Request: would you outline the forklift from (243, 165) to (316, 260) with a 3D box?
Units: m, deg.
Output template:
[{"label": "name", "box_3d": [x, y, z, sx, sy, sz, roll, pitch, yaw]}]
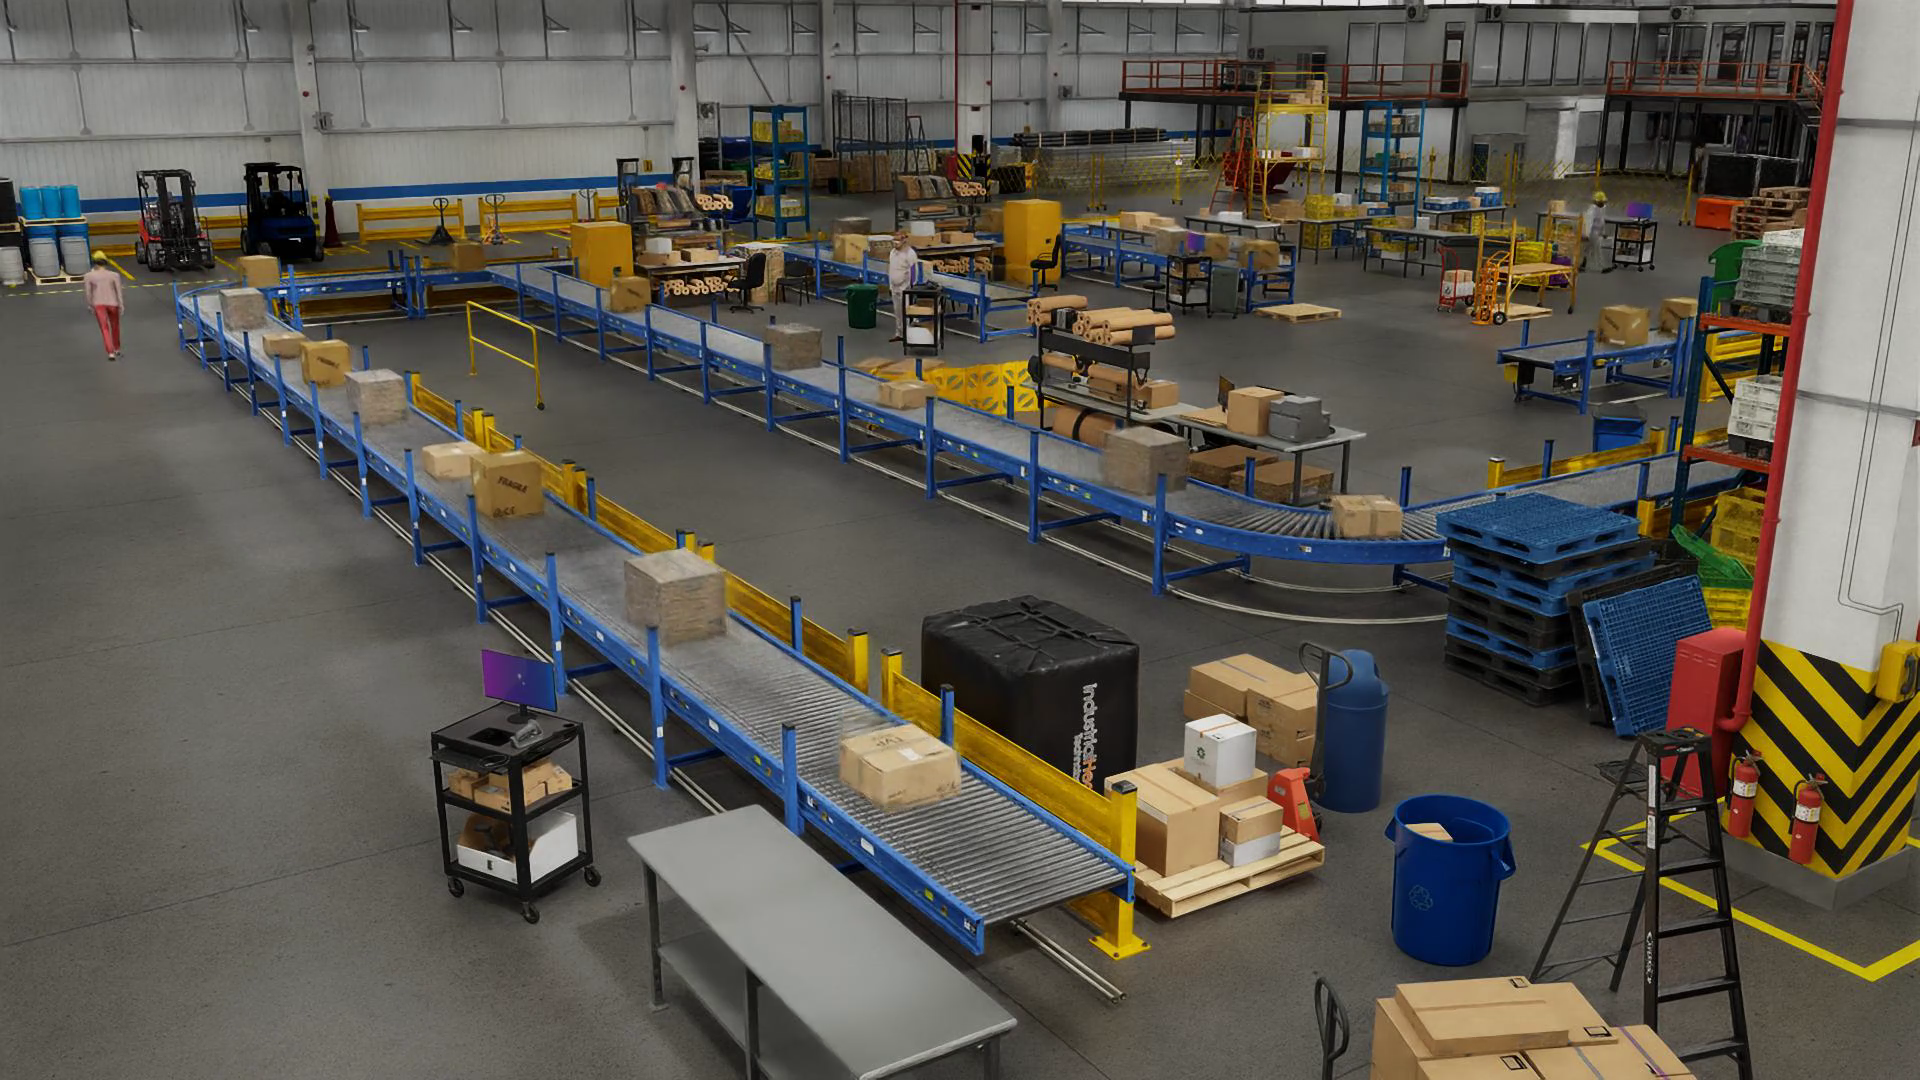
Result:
[{"label": "forklift", "box_3d": [-15.898, -7.669, 38.708, 1.157, 1.987, 2.680, -11, 20, -33]}]

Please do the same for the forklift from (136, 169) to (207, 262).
[{"label": "forklift", "box_3d": [-17.842, -7.318, 37.559, 1.157, 1.987, 2.680, -10, 20, -31]}]

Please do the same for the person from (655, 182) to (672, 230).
[{"label": "person", "box_3d": [-6.389, -6.800, 36.324, 0.870, 2.016, 0.617, -13, 21, -36]}]

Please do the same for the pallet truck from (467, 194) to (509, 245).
[{"label": "pallet truck", "box_3d": [-11.983, -8.177, 42.137, 0.704, 1.261, 1.522, -11, 20, -33]}]

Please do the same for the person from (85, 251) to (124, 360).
[{"label": "person", "box_3d": [-13.739, -3.776, 26.754, 0.529, 1.725, 0.904, -10, 19, -30]}]

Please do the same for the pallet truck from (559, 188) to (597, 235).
[{"label": "pallet truck", "box_3d": [-10.010, -8.652, 43.699, 0.653, 1.274, 1.630, -10, 20, -31]}]

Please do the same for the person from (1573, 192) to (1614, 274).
[{"label": "person", "box_3d": [13.969, -6.746, 36.537, 0.926, 1.786, 0.595, 10, 20, 31]}]

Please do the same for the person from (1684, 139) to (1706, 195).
[{"label": "person", "box_3d": [24.330, -12.302, 54.941, 0.508, 1.829, 0.536, 4, 17, 12]}]

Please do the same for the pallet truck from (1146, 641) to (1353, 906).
[{"label": "pallet truck", "box_3d": [1.664, 1.407, 10.232, 1.630, 1.274, 0.653, -10, 20, -31]}]

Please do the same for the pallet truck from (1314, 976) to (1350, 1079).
[{"label": "pallet truck", "box_3d": [2.299, 2.390, 7.086, 1.601, 1.201, 0.680, -2, 17, -7]}]

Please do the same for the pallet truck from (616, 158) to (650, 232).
[{"label": "pallet truck", "box_3d": [-8.918, -9.176, 44.255, 0.823, 1.965, 1.885, -9, 19, -27]}]

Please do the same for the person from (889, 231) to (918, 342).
[{"label": "person", "box_3d": [-0.989, -4.257, 28.068, 0.400, 1.897, 0.643, -15, 22, -40]}]

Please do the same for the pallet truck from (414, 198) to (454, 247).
[{"label": "pallet truck", "box_3d": [-13.250, -8.060, 41.856, 0.680, 1.201, 1.601, -10, 20, -31]}]

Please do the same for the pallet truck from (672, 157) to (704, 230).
[{"label": "pallet truck", "box_3d": [-7.586, -9.308, 44.692, 0.823, 1.965, 1.885, -11, 20, -33]}]
